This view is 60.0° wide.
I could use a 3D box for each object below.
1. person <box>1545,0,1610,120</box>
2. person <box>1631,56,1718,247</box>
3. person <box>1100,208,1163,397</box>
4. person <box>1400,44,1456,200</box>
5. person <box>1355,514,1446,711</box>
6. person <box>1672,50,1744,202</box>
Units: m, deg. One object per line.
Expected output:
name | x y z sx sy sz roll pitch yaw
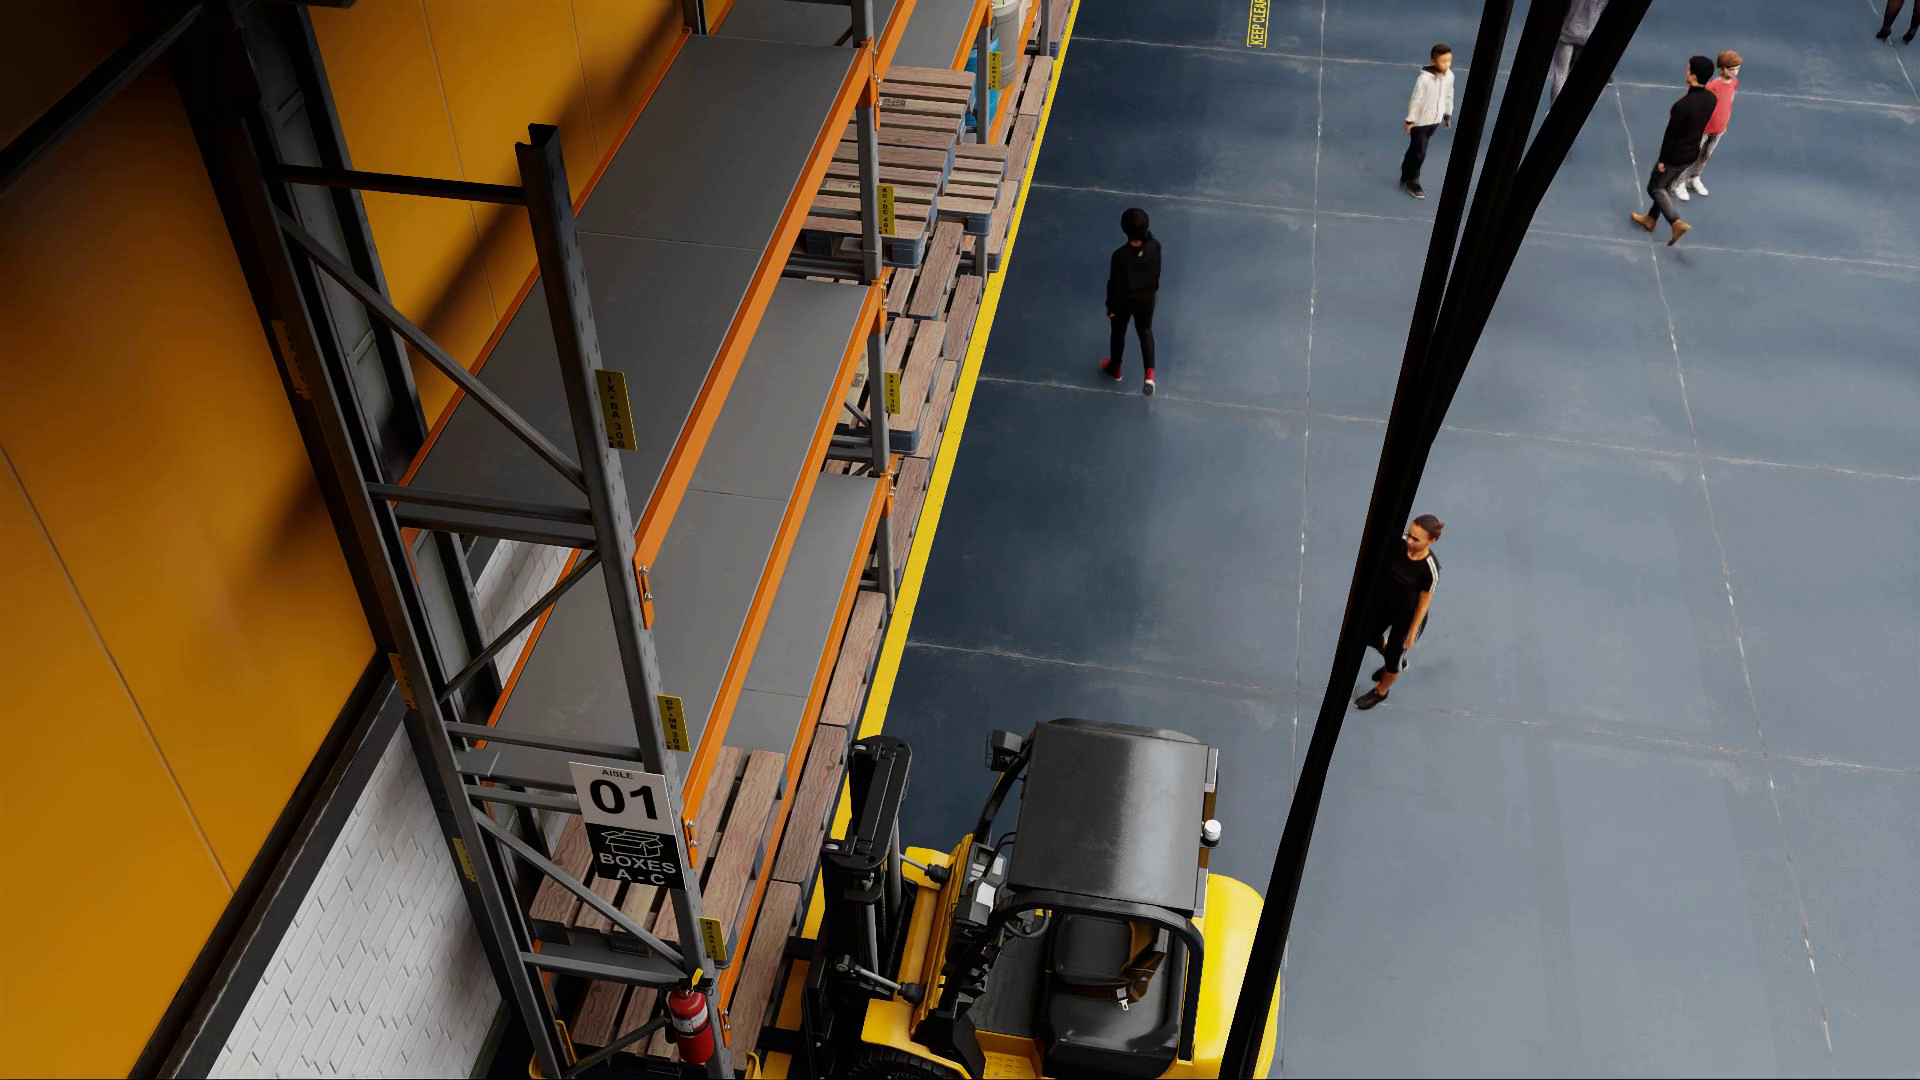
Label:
person | 5.900 -4.799 15.924 0.745 1.828 0.761 4 44 5
person | 6.312 -3.356 14.498 0.954 1.705 1.038 -21 48 -21
person | 1.385 -1.840 12.941 0.877 1.657 1.025 -14 45 -14
person | 4.216 -3.895 15.253 0.756 1.445 0.814 -25 49 -24
person | 2.853 0.424 10.562 0.820 1.660 0.759 -17 46 -17
person | 6.839 -3.798 15.171 0.598 1.416 0.630 -16 46 -16
